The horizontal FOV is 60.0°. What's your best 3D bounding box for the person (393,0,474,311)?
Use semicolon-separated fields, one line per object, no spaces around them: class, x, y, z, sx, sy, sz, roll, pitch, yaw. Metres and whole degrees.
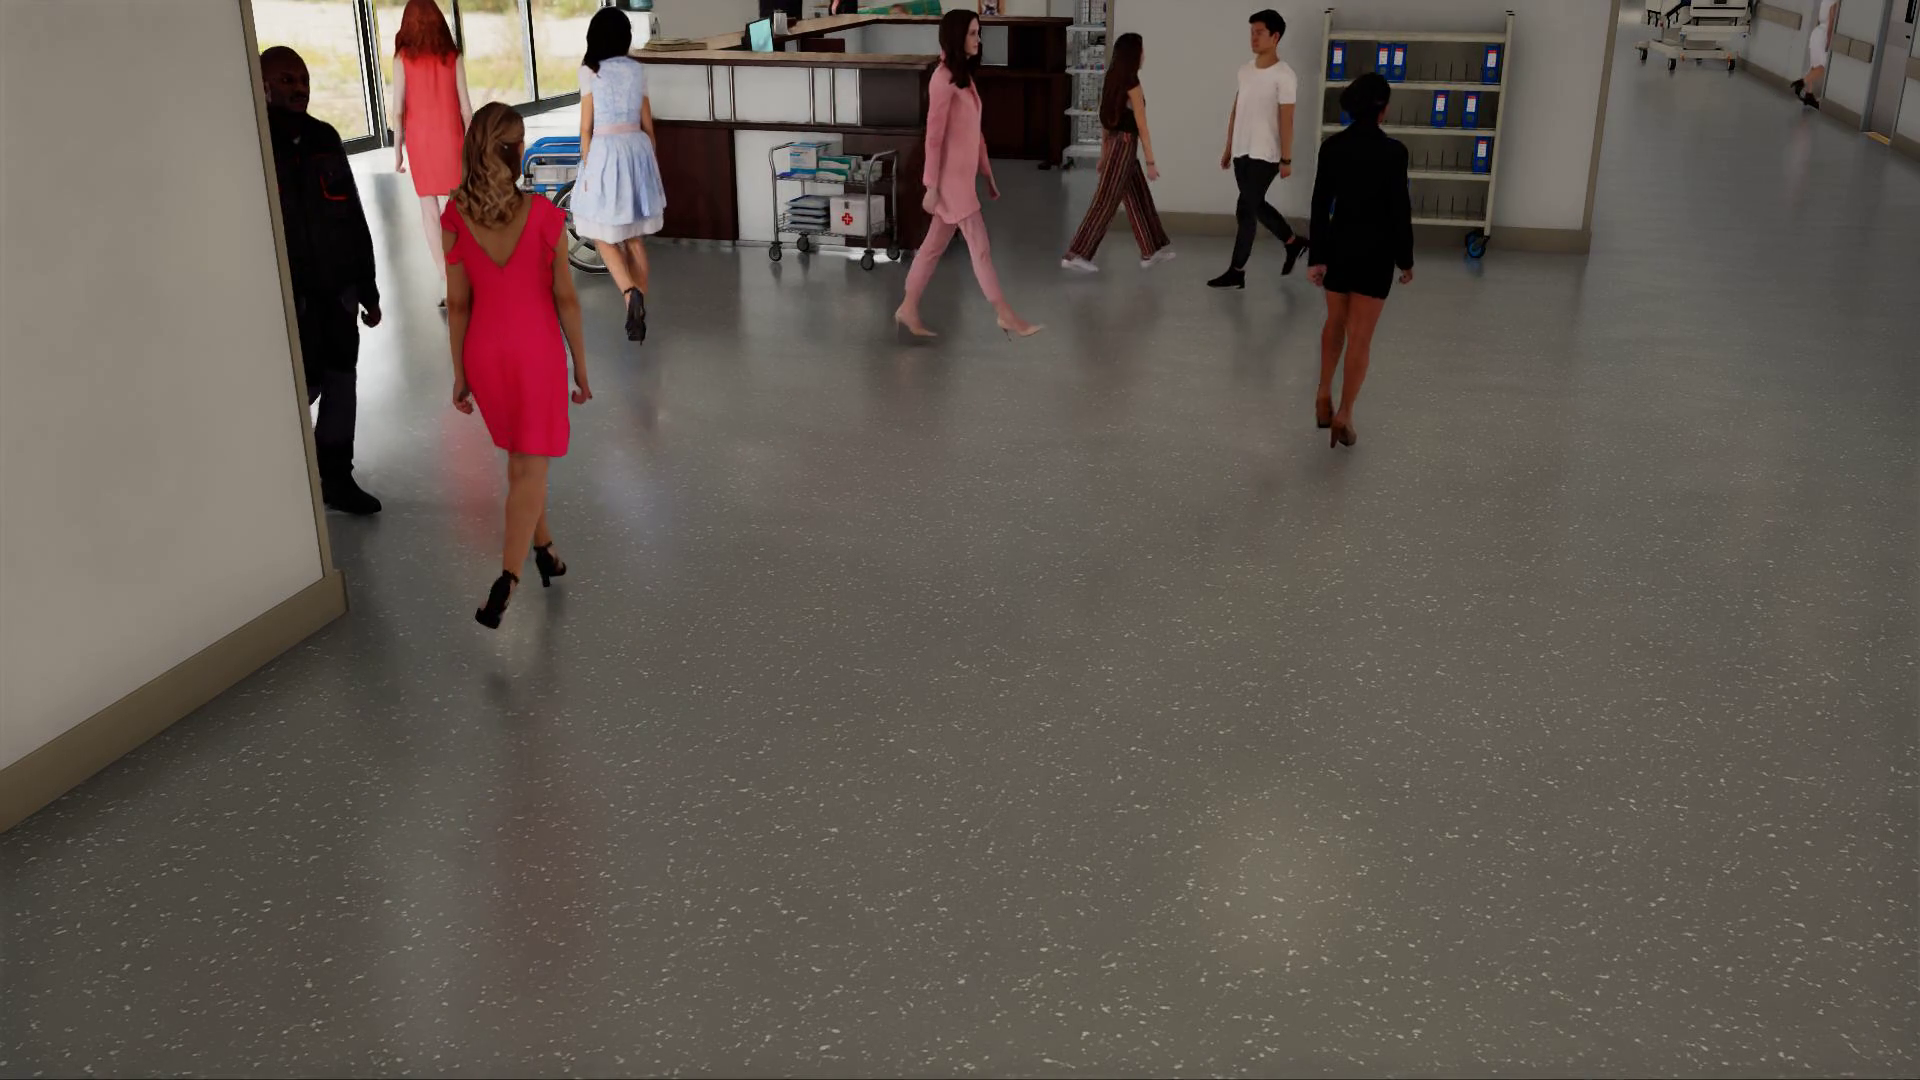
person;-3.069;-2.248;9.807;0.731;1.813;0.797;-10;23;-25

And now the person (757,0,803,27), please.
person;-1.684;-4.701;16.276;1.195;1.817;1.046;14;25;33

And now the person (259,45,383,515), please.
person;-2.611;-0.999;6.525;0.960;1.801;0.883;18;27;40

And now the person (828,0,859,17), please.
person;-1.284;-5.646;18.924;0.745;1.708;0.676;-13;25;-31

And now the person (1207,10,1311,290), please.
person;1.941;-2.446;10.492;1.144;1.697;1.049;-10;23;-25

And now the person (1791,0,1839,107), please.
person;10.493;-6.077;20.300;0.833;1.540;0.733;-2;21;-5

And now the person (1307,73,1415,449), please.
person;1.707;-1.175;7.230;0.663;1.629;0.728;14;25;33

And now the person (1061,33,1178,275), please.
person;0.970;-2.456;10.767;1.142;1.521;0.978;-8;22;-20

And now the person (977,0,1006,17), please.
person;0.463;-6.342;20.784;1.135;1.693;0.811;10;23;25

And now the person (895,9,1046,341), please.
person;-0.119;-1.910;8.997;1.102;1.754;0.668;7;22;17

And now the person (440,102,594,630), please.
person;-1.477;-0.516;5.411;1.004;1.685;0.751;1;21;2

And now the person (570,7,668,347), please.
person;-1.792;-1.901;8.938;0.943;1.779;0.998;-11;23;-27
